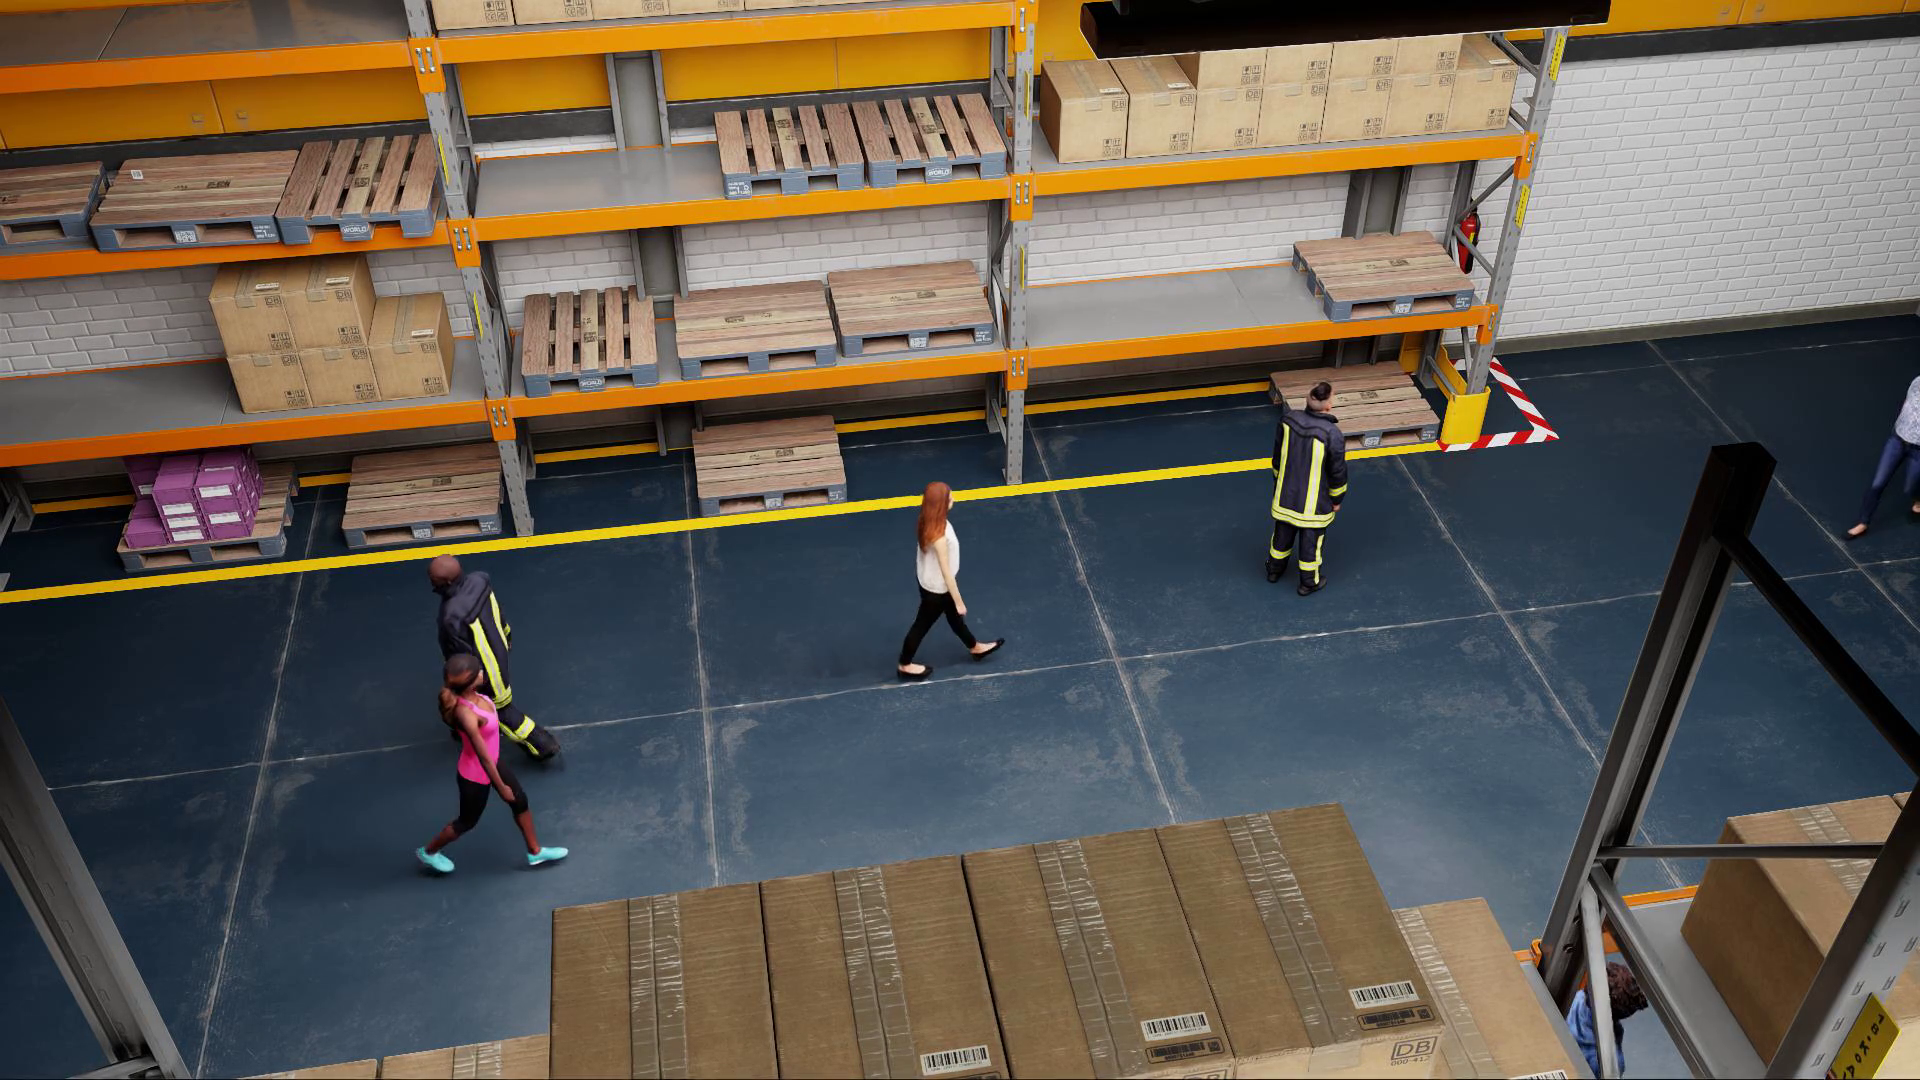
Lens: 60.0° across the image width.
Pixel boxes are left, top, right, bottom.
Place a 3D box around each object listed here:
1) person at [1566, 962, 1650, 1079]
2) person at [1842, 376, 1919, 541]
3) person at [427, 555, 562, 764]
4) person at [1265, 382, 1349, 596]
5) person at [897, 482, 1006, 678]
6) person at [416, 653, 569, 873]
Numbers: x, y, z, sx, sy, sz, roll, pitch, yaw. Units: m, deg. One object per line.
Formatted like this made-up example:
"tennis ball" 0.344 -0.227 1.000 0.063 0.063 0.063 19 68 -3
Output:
"person" 2.945 2.772 8.396 1.045 1.765 0.766 0 39 0
"person" 7.415 -0.739 12.846 1.093 1.697 0.804 -19 42 -22
"person" -3.059 0.801 10.847 1.241 1.787 1.043 9 39 11
"person" 2.563 -0.407 12.301 0.879 1.861 0.923 27 46 30
"person" -0.258 0.321 11.529 1.019 1.686 0.637 -5 39 -6
"person" -3.019 1.435 10.145 1.162 1.671 0.642 -1 39 -2
